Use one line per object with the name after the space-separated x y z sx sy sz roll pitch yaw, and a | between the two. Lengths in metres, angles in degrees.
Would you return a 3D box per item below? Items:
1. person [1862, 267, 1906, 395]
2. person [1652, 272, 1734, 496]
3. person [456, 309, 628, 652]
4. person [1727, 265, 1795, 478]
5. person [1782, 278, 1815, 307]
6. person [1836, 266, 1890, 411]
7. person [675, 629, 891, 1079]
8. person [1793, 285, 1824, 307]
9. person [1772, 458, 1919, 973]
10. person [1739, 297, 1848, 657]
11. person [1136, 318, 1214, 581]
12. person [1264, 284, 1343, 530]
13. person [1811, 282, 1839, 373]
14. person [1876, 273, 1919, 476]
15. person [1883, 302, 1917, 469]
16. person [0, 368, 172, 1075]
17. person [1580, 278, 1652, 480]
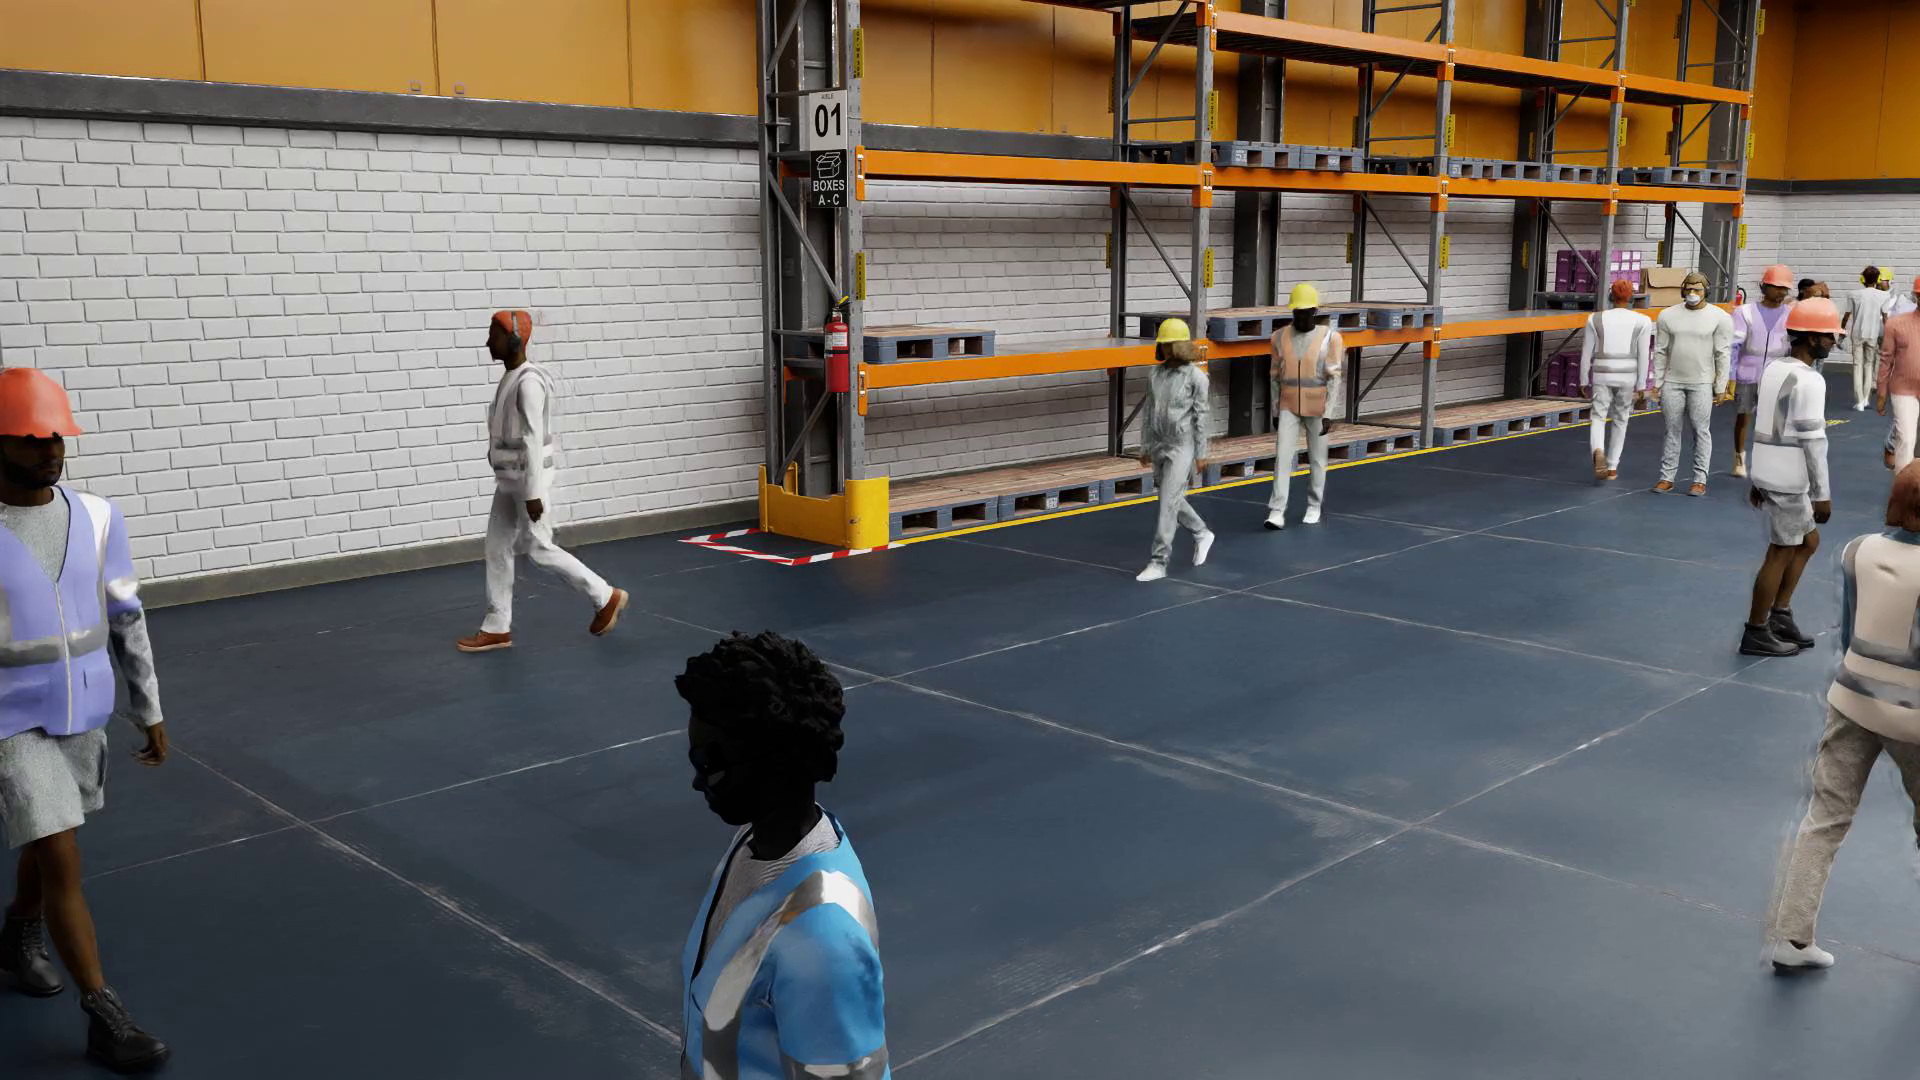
13.004 -2.947 23.481 0.667 1.803 0.602 -8 13 -38 | person
6.311 -1.343 14.381 0.631 1.933 0.366 9 14 42 | person
-2.292 -0.324 9.026 0.869 1.860 0.577 -5 12 -27 | person
7.239 -1.484 15.021 0.617 1.980 1.114 3 11 16 | person
11.534 -2.770 22.854 0.662 1.665 0.548 -6 12 -30 | person
11.617 -2.603 21.458 0.522 1.846 0.671 3 11 14 | person
-0.253 0.959 2.464 0.320 1.693 0.531 -3 11 -15 | person
10.894 -2.473 21.422 0.527 1.608 0.535 -1 10 -7 | person
2.860 0.536 5.033 0.862 1.590 0.527 -4 11 -21 | person
4.459 -0.314 8.795 0.590 1.913 0.566 1 10 6 | person
1.449 -0.616 11.006 0.815 1.712 0.493 -9 14 -41 | person
2.615 -1.008 12.699 0.589 1.872 0.938 6 12 28 | person
11.708 -2.727 22.816 0.511 1.590 0.758 1 10 7 | person
7.889 -1.239 13.704 0.618 1.970 0.897 3 11 17 | person
8.864 -1.511 15.324 0.625 1.918 0.573 1 10 5 | person
-2.564 0.463 4.639 0.992 1.899 0.554 7 12 33 | person
5.940 -1.443 15.111 0.584 1.864 0.757 4 11 20 | person
